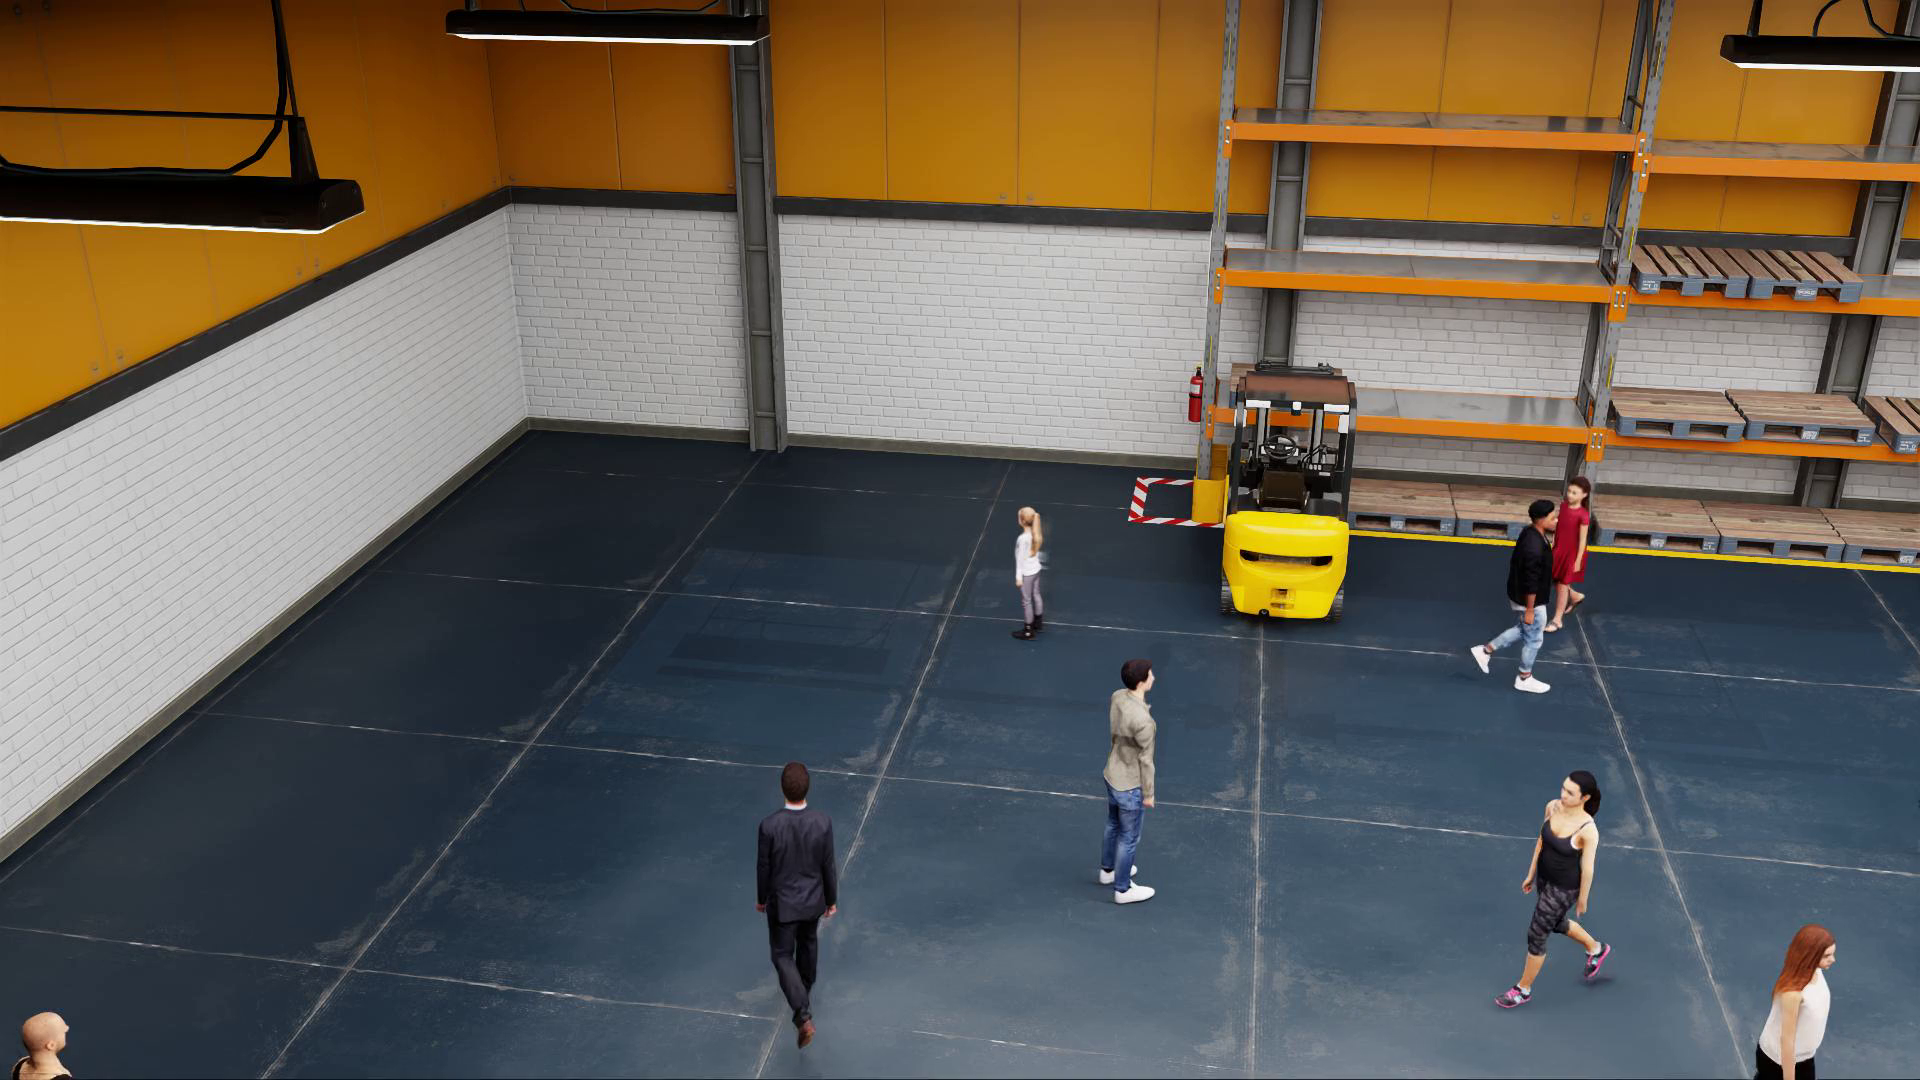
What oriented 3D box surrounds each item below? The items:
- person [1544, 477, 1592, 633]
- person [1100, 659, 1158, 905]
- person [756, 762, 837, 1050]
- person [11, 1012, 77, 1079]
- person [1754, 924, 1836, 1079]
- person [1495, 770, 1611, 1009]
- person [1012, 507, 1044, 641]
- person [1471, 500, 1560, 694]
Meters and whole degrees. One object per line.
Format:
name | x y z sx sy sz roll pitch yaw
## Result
person | 5.751 0.110 15.609 0.887 1.539 0.779 -10 26 -22
person | 1.160 1.670 11.636 0.756 1.862 0.773 -8 25 -17
person | -1.007 2.272 10.283 1.135 1.844 1.060 -8 25 -18
person | -4.526 3.184 8.260 0.839 1.794 0.823 8 25 18
person | 4.485 2.810 9.222 0.843 1.708 0.917 -21 31 -39
person | 3.901 2.204 10.623 1.166 1.695 0.922 -7 25 -17
person | 0.654 0.299 15.510 0.571 1.273 0.558 13 27 28
person | 4.863 0.475 14.461 0.947 1.791 0.737 6 24 14
